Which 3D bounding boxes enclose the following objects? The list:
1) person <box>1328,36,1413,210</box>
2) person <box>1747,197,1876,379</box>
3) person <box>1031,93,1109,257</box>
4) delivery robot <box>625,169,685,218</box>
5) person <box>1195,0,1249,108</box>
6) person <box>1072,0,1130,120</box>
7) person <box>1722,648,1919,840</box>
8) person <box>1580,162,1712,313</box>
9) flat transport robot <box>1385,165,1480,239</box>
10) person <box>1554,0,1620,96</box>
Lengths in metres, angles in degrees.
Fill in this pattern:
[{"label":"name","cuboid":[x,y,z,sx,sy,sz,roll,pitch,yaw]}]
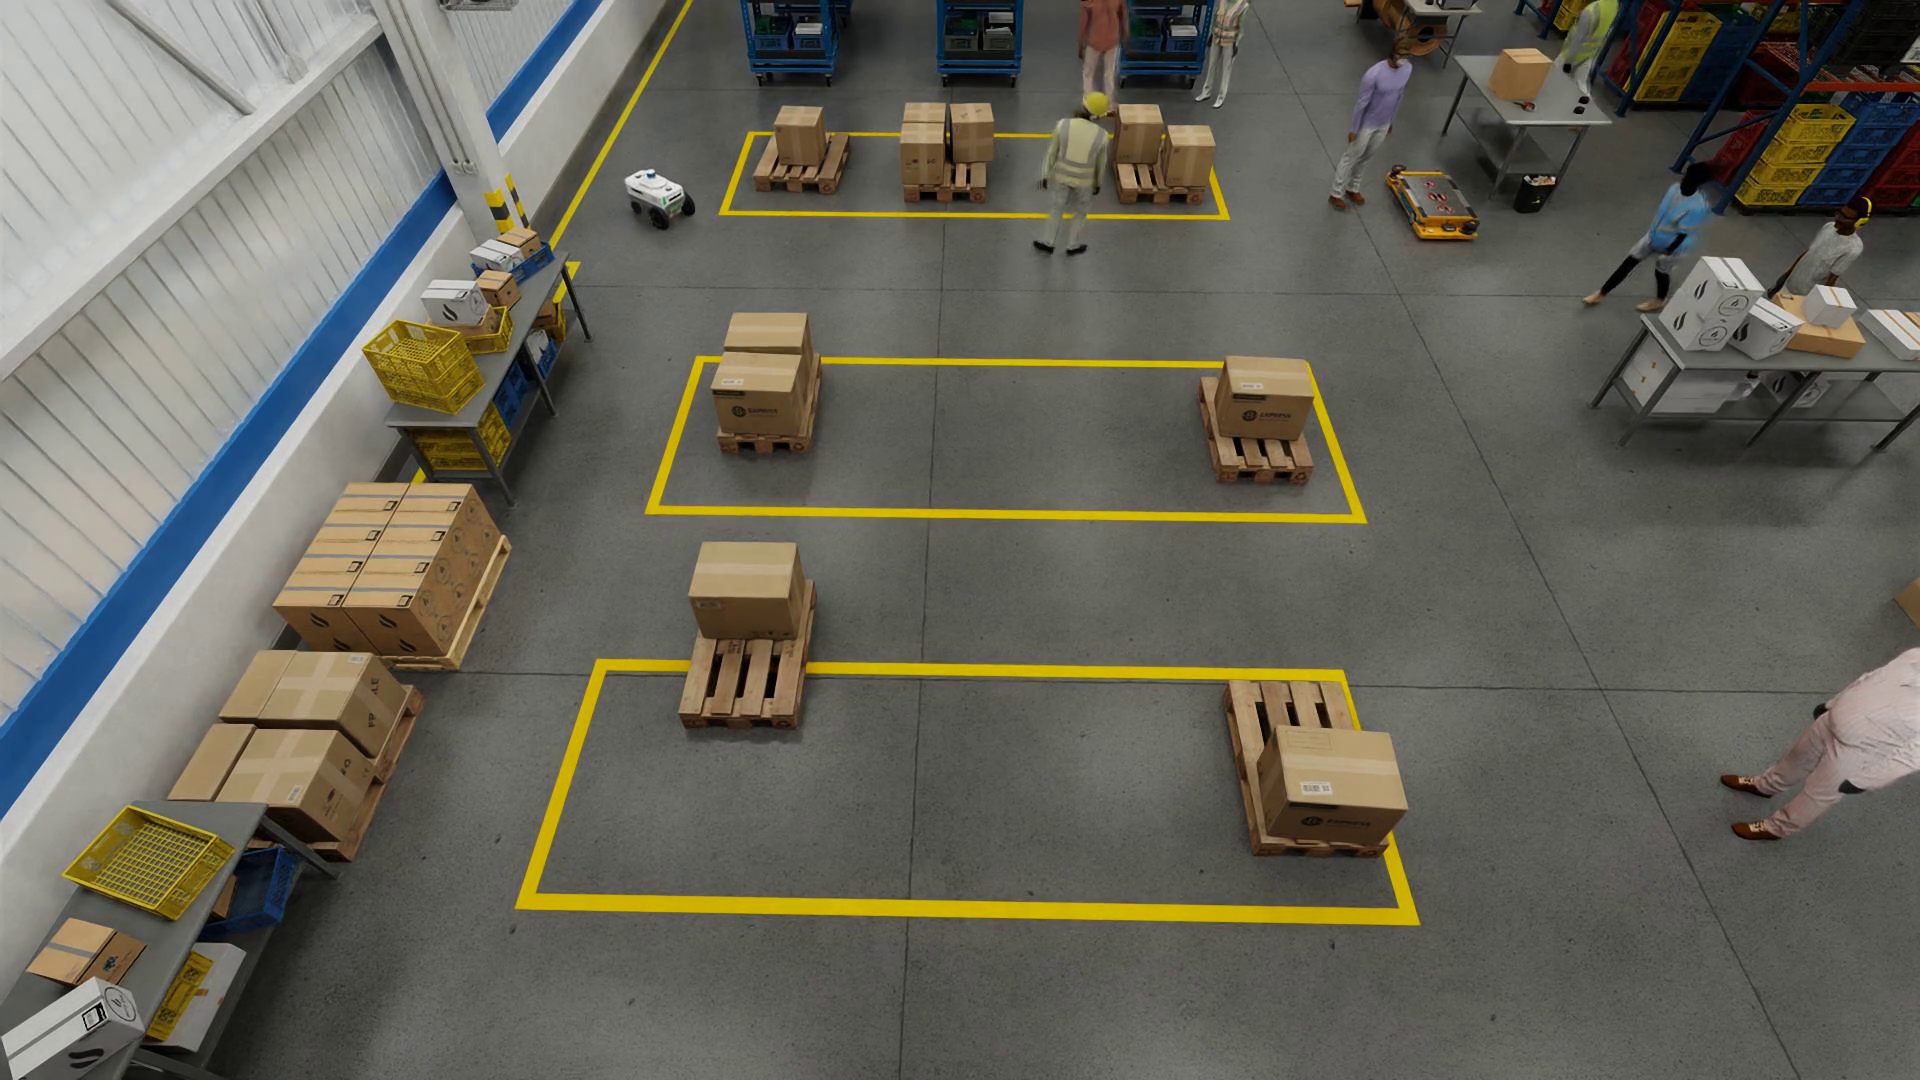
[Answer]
[{"label":"person","cuboid":[4.756,-4.795,10.571,0.635,1.936,0.352,-19,52,-16]},{"label":"person","cuboid":[7.707,-2.278,8.447,0.315,1.858,0.515,3,49,3]},{"label":"person","cuboid":[1.193,-3.935,9.931,0.743,1.784,0.419,12,50,11]},{"label":"delivery robot","cuboid":[-3.608,-4.134,10.847,0.707,0.478,0.477,29,55,22]},{"label":"person","cuboid":[3.601,-6.784,12.488,0.310,1.639,0.514,-35,58,-27]},{"label":"person","cuboid":[1.921,-6.560,12.102,0.768,1.950,0.390,-6,49,-5]},{"label":"person","cuboid":[5.270,1.184,5.423,0.404,1.900,0.645,14,51,12]},{"label":"person","cuboid":[7.066,-3.006,9.209,0.899,1.636,0.563,-5,49,-4]},{"label":"flat transport robot","cuboid":[5.692,-4.094,11.059,0.652,0.197,1.431,1,49,1]},{"label":"person","cuboid":[8.190,-6.418,12.075,0.626,1.799,0.975,-18,52,-15]}]
